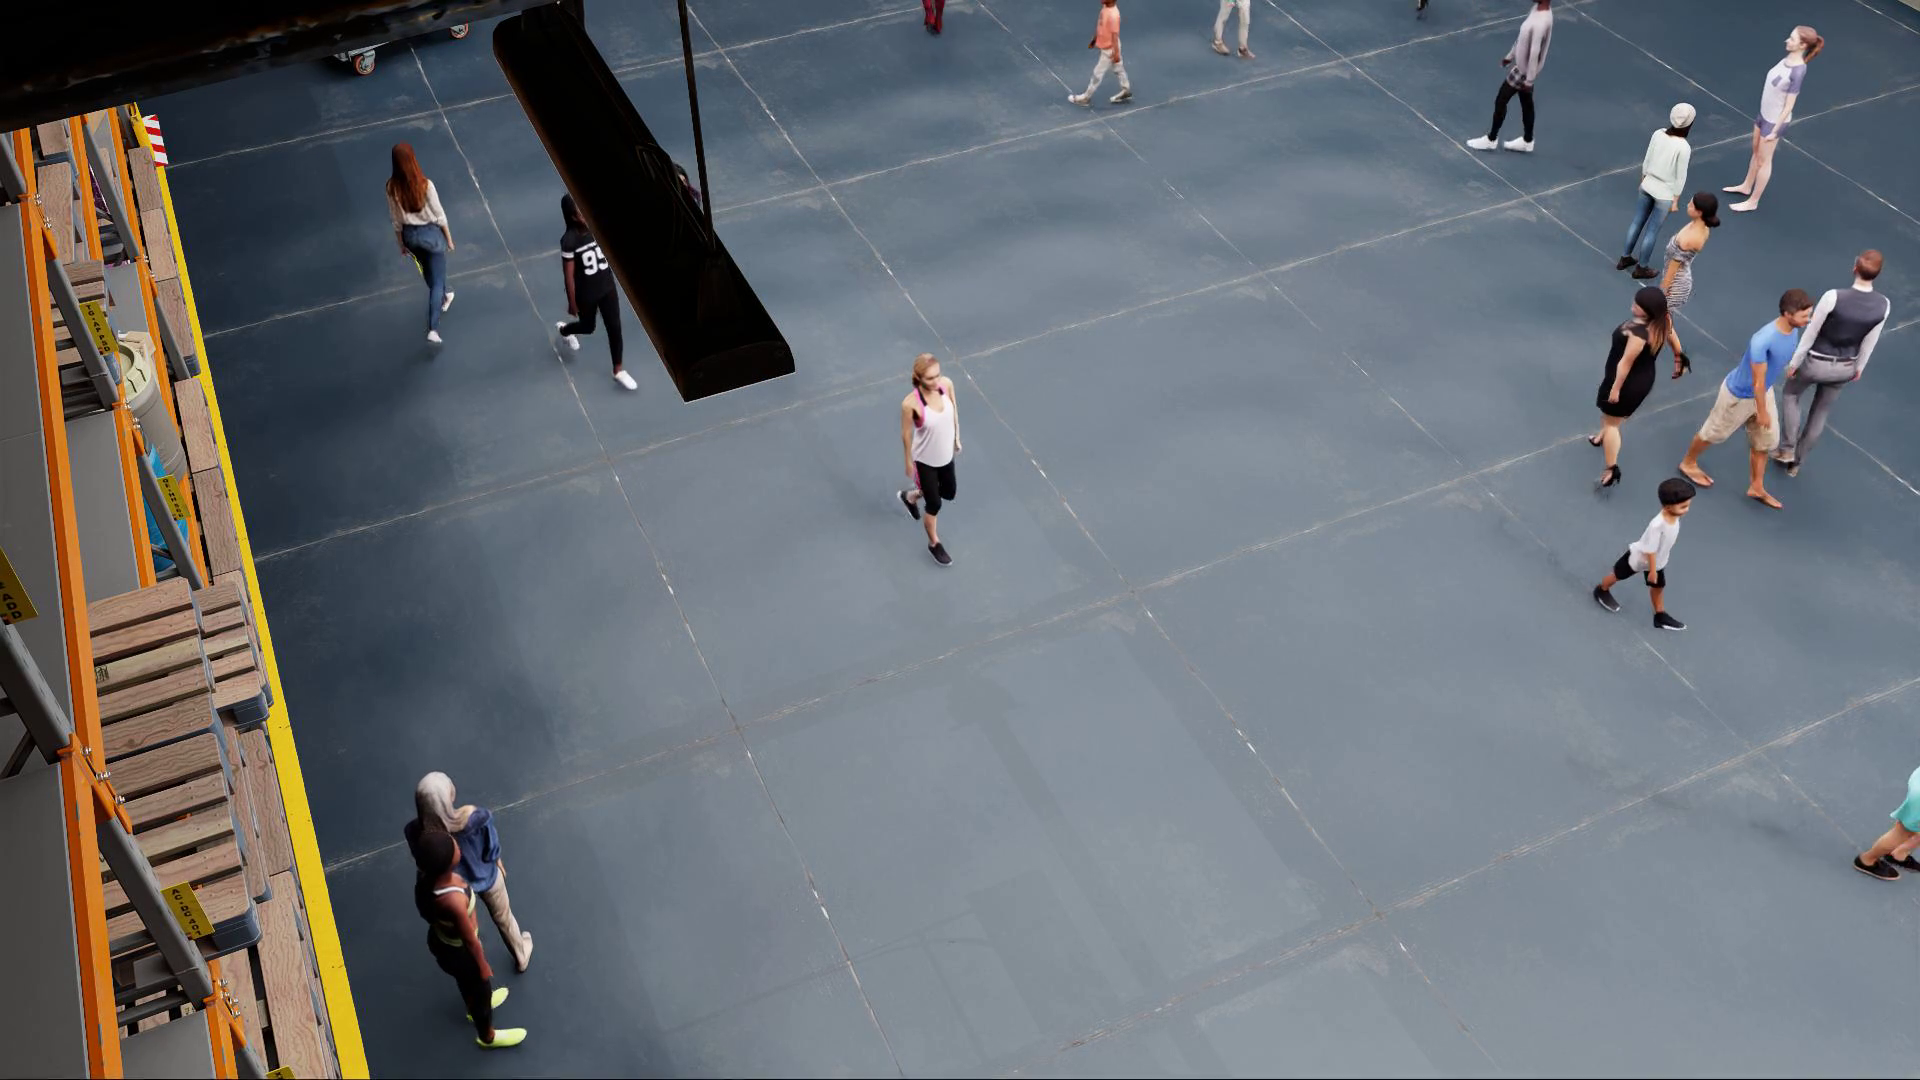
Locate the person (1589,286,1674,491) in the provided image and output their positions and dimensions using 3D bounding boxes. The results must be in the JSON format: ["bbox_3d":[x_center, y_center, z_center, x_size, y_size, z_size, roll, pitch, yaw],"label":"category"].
[{"bbox_3d":[4.947,-1.129,12.284,0.835,1.684,0.876,-23,48,-23],"label":"person"}]

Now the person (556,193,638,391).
[{"bbox_3d":[-2.960,-2.003,13.186,1.168,1.704,0.894,31,52,29],"label":"person"}]

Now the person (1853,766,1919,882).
[{"bbox_3d":[5.571,1.453,9.673,0.765,1.546,0.706,17,46,17],"label":"person"}]

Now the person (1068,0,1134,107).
[{"bbox_3d":[1.548,-4.925,16.559,0.733,1.282,0.891,-4,44,-4],"label":"person"}]

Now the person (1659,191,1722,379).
[{"bbox_3d":[5.649,-1.897,12.996,0.856,1.812,0.783,22,48,22],"label":"person"}]

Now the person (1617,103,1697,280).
[{"bbox_3d":[6.010,-3.008,14.284,0.633,1.644,0.445,-20,47,-20],"label":"person"}]

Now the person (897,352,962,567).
[{"bbox_3d":[-0.251,-0.626,11.691,0.774,1.773,0.939,-31,52,-29],"label":"person"}]

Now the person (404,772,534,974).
[{"bbox_3d":[-2.701,1.864,9.132,0.646,1.698,0.611,-11,45,-11],"label":"person"}]

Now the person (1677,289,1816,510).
[{"bbox_3d":[5.682,-1.122,12.169,0.720,1.833,1.061,-24,49,-23],"label":"person"}]

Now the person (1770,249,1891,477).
[{"bbox_3d":[6.379,-1.235,12.216,0.809,1.930,0.846,10,45,10],"label":"person"}]

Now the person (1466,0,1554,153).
[{"bbox_3d":[5.454,-4.441,15.713,0.984,1.749,0.933,14,45,14],"label":"person"}]

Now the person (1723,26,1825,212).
[{"bbox_3d":[7.369,-3.821,15.049,0.739,1.767,0.655,7,44,8],"label":"person"}]

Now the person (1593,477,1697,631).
[{"bbox_3d":[4.655,0.056,11.377,0.651,1.218,0.930,-29,51,-27],"label":"person"}]

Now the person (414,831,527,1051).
[{"bbox_3d":[-2.671,2.157,8.788,0.708,1.747,0.566,-25,49,-24],"label":"person"}]

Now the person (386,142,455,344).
[{"bbox_3d":[-4.414,-2.399,13.608,0.924,1.695,1.185,2,44,3],"label":"person"}]

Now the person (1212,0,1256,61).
[{"bbox_3d":[2.813,-5.756,17.290,0.626,1.477,0.794,-22,48,-22],"label":"person"}]
